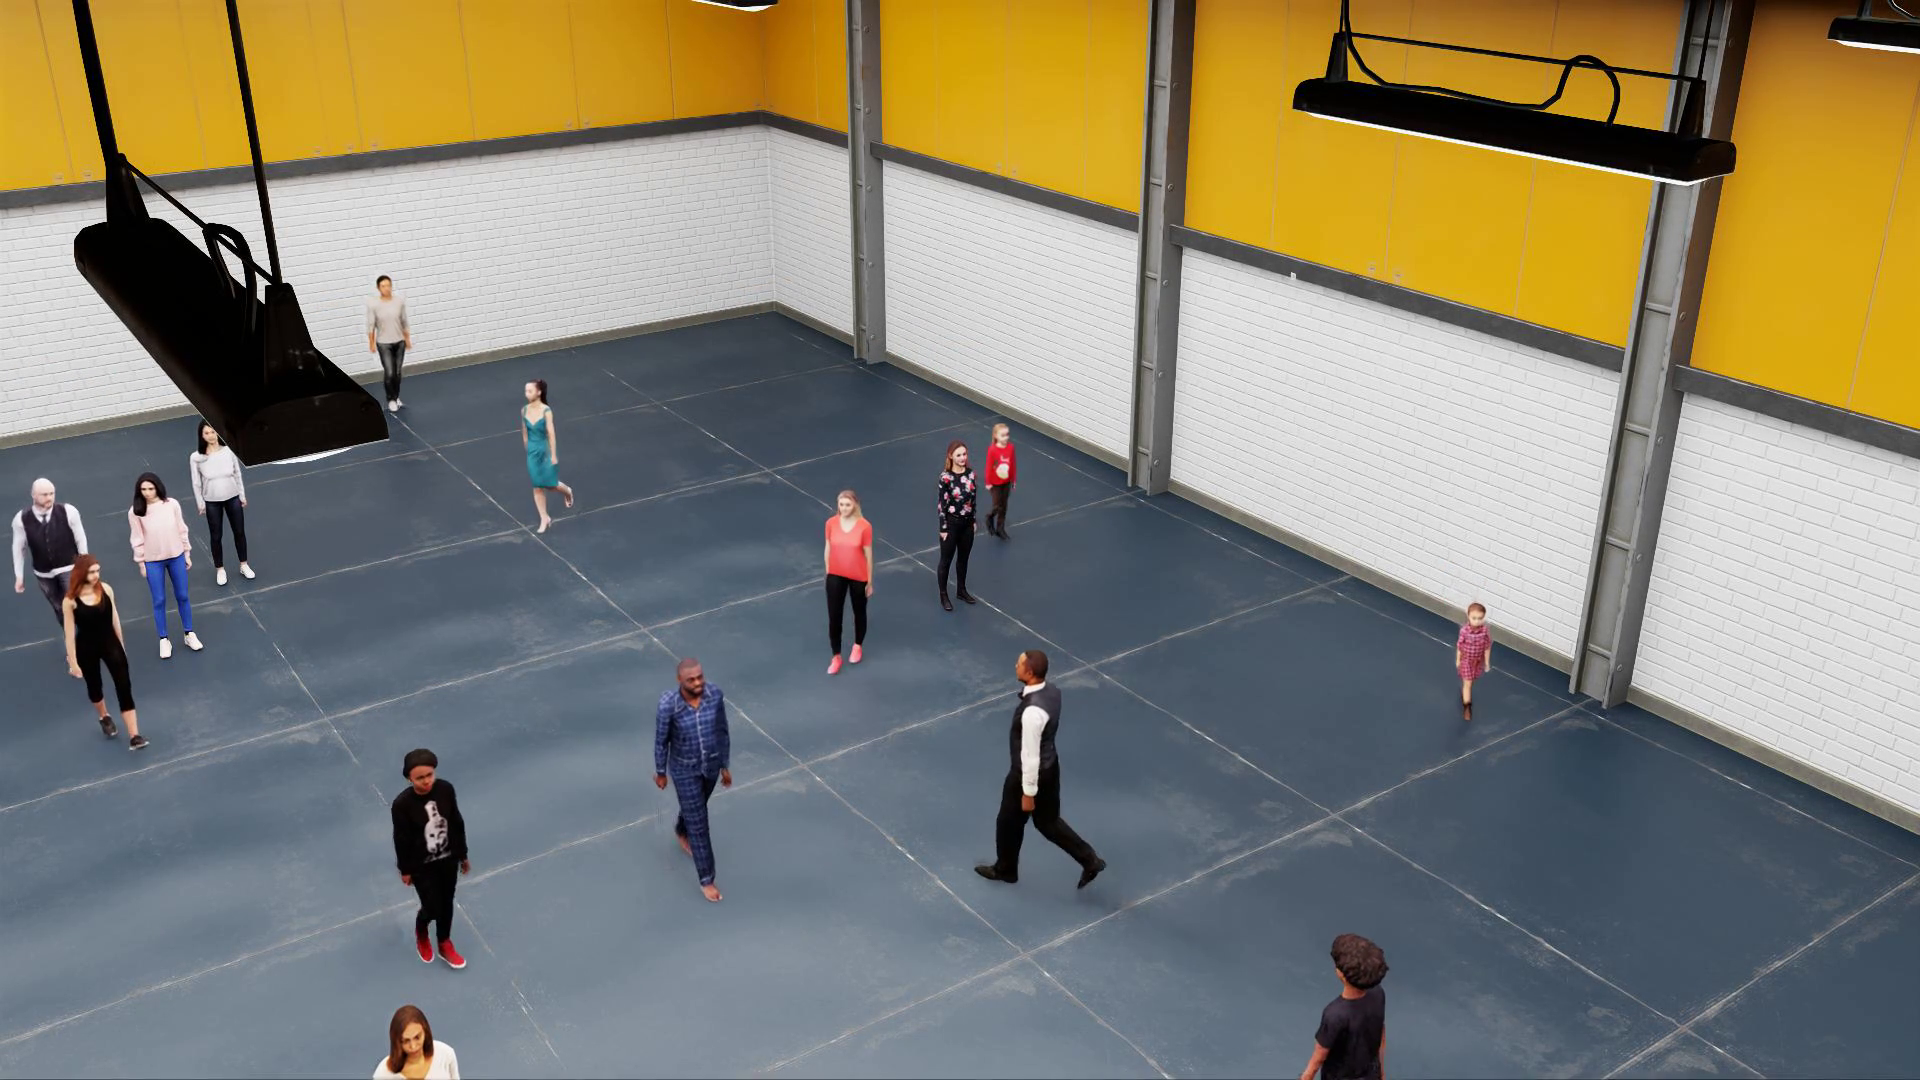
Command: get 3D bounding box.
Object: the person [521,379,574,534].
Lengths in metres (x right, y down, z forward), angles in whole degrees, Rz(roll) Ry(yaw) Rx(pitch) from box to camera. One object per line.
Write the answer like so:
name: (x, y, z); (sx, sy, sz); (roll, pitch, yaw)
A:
person: (-4.414, -0.916, 17.735); (0.847, 1.674, 0.854); (9, 25, 20)

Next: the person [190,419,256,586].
person: (-7.335, -0.404, 16.532); (0.606, 1.700, 0.533); (-15, 28, -30)

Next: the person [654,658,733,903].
person: (-1.921, 1.602, 11.849); (0.669, 1.774, 1.120); (-16, 28, -32)

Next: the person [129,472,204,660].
person: (-7.214, 0.195, 15.077); (0.634, 1.767, 0.534); (-15, 28, -30)

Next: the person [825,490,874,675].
person: (-0.968, 0.316, 14.909); (0.881, 1.679, 0.945); (4, 24, 8)

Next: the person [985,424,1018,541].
person: (0.395, -0.632, 17.581); (0.510, 1.277, 0.578); (-14, 27, -28)

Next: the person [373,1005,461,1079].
person: (-2.753, 3.086, 8.570); (0.606, 1.682, 0.534); (-15, 28, -30)

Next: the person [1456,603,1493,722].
person: (4.385, 0.985, 14.210); (0.685, 1.014, 0.781); (1, 24, 3)

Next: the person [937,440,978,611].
person: (-0.033, -0.163, 16.001); (0.564, 1.683, 0.505); (-15, 28, -30)

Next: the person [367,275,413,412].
person: (-7.325, -2.543, 21.327); (0.661, 1.778, 0.732); (-17, 29, -34)

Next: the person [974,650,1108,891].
person: (0.602, 1.651, 11.595); (1.312, 1.888, 1.134); (9, 25, 19)

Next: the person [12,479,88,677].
person: (-8.038, 0.265, 14.886); (0.937, 1.791, 1.107); (-5, 24, -12)

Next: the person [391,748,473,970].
person: (-3.504, 2.065, 10.932); (0.650, 1.660, 0.706); (-20, 31, -38)

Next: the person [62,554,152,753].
person: (-7.062, 0.899, 13.584); (0.700, 1.674, 1.176); (-20, 30, -37)

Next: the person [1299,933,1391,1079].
person: (2.132, 2.924, 8.828); (0.679, 1.772, 0.984); (-18, 29, -35)
